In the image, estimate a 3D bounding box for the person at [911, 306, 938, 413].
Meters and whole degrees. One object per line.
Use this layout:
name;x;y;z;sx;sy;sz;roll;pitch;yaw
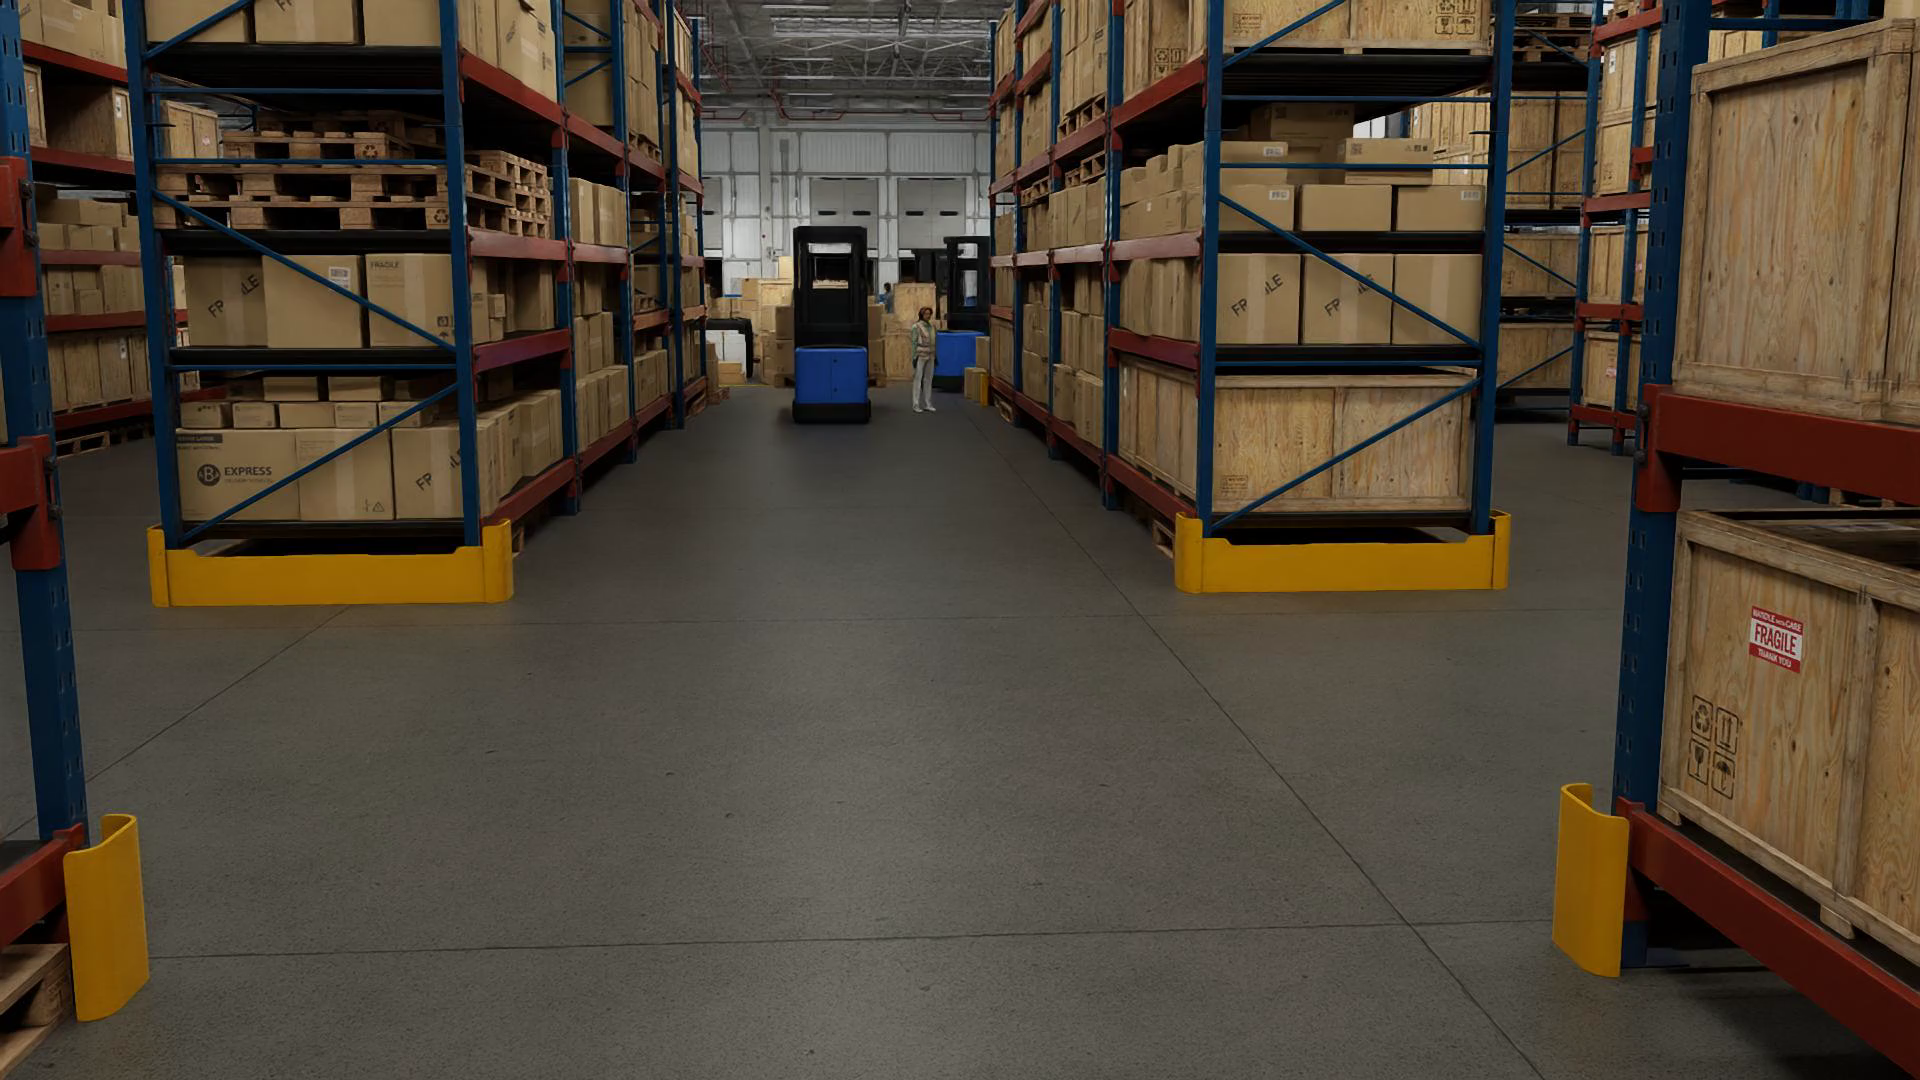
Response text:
person;-0.546;-2.794;25.762;0.522;1.638;0.310;-9;12;-43

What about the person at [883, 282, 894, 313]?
person;-2.170;-7.007;51.367;0.509;1.932;0.669;-6;11;-35

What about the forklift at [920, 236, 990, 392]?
forklift;0.146;-4.169;30.509;1.129;2.768;1.873;8;12;40

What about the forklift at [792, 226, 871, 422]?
forklift;-1.874;-3.156;24.148;1.129;2.768;1.873;-1;9;-4

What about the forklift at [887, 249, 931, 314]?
forklift;-1.021;-6.480;45.020;1.873;2.768;1.129;-2;9;-12
